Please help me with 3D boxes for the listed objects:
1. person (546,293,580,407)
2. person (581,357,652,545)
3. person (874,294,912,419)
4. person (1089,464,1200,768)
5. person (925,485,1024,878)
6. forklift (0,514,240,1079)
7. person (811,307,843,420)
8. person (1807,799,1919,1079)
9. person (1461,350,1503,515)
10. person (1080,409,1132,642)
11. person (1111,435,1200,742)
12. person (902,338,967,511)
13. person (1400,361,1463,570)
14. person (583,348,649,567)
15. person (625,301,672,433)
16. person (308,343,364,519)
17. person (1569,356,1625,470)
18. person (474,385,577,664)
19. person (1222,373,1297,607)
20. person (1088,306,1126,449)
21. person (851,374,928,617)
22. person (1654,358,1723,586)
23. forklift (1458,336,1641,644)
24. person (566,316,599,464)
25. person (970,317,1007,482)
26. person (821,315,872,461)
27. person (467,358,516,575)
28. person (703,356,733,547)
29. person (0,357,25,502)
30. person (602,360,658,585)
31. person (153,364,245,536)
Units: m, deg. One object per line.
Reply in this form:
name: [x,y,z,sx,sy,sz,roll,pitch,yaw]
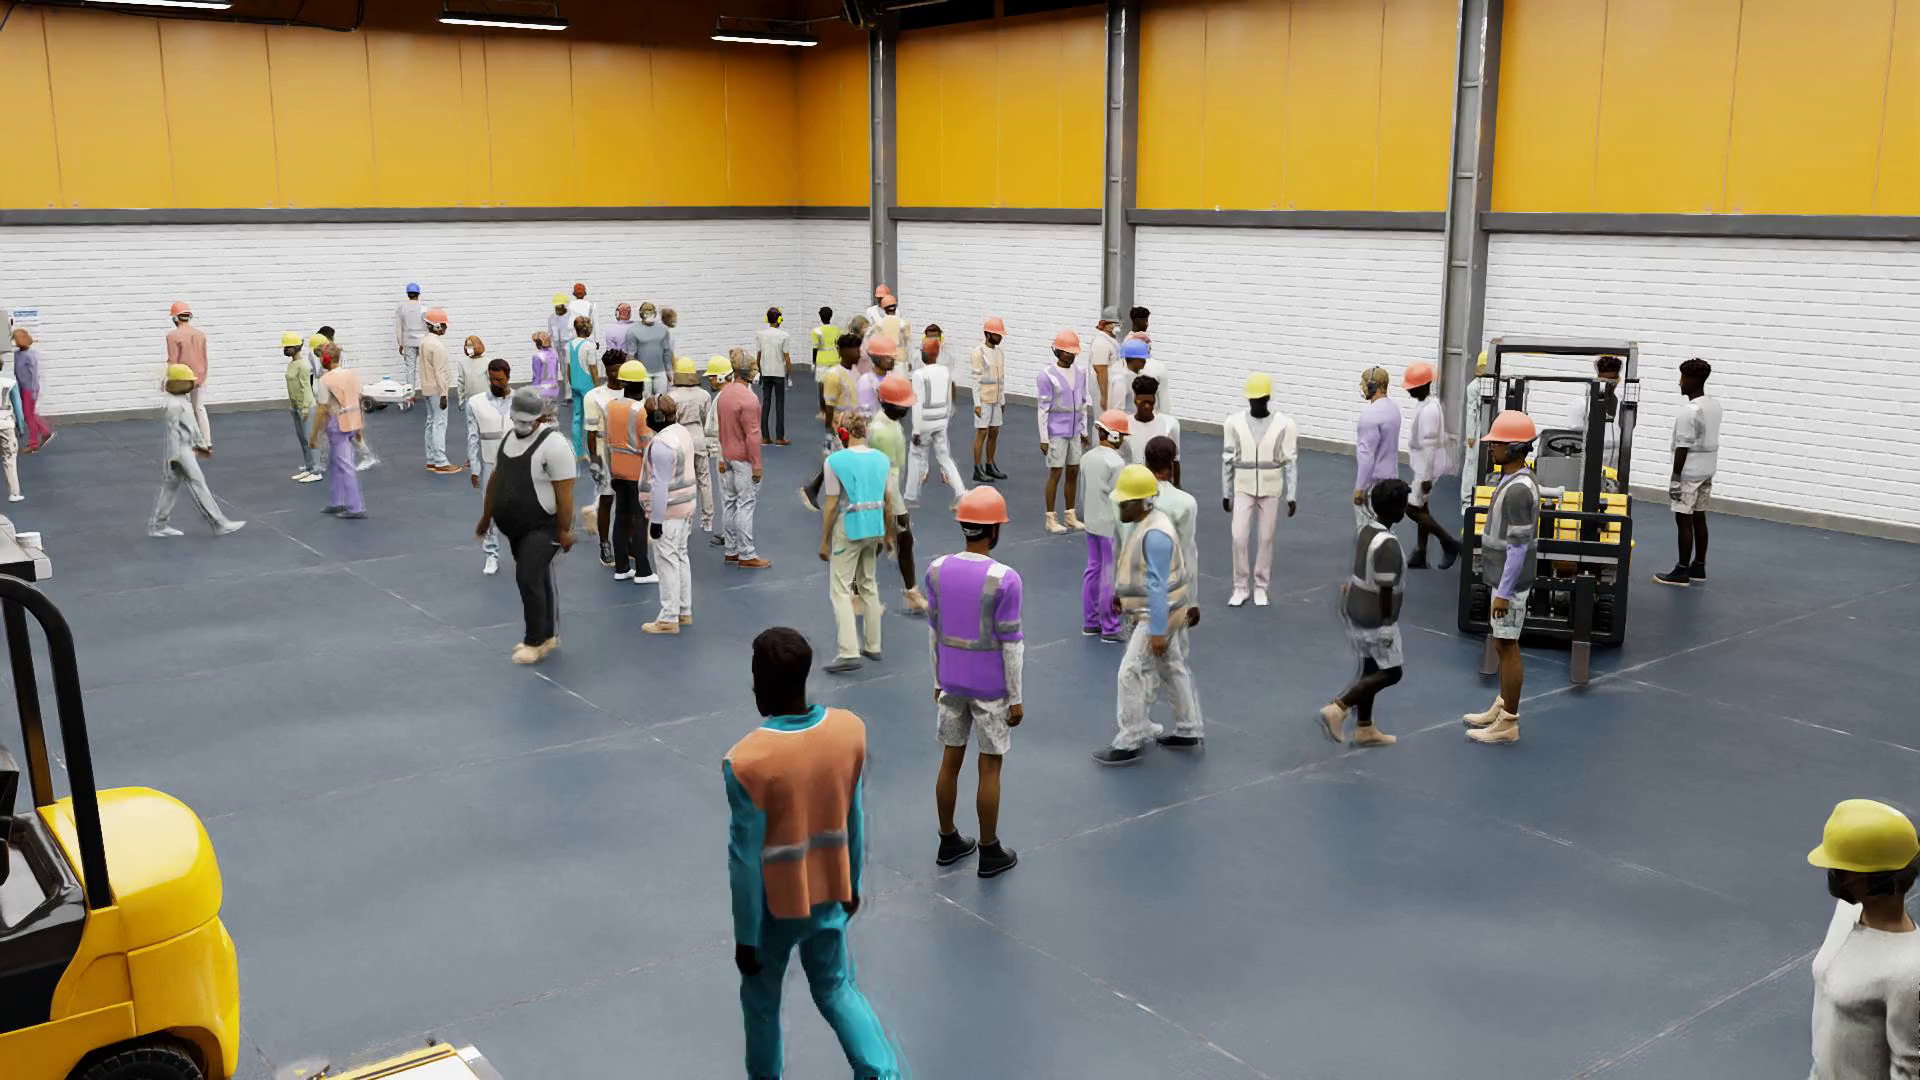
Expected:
person: [-6.272,-2.994,26.297,0.655,1.794,0.819,4,12,17]
person: [-3.268,-0.846,15.876,0.767,1.816,0.659,1,12,3]
person: [-0.999,-2.658,24.470,0.551,1.889,0.957,2,12,8]
person: [1.085,0.439,9.731,0.791,1.780,0.681,0,12,-2]
person: [0.091,0.691,8.172,0.544,1.930,0.388,8,14,35]
forklift: [-3.687,1.115,5.480,2.313,2.155,1.214,-9,15,-36]
person: [-1.971,-2.626,24.762,0.533,1.692,0.319,-6,13,-27]
person: [2.403,1.541,4.478,0.337,1.760,0.526,2,12,8]
person: [5.453,-1.108,17.303,0.492,1.746,0.284,-8,14,-35]
person: [1.123,-0.109,12.479,0.337,1.743,0.562,-6,13,-25]
person: [1.162,0.315,10.063,0.627,1.893,0.456,11,16,42]
person: [-0.282,-1.217,17.581,0.584,1.851,0.918,-11,16,-43]
person: [4.133,-0.633,14.650,0.591,1.897,0.634,3,12,16]
person: [-3.093,-0.752,15.048,0.607,1.966,0.367,-11,16,-43]
person: [-4.154,-2.226,22.267,0.637,1.930,0.373,-9,14,-36]
person: [-6.507,-1.115,17.131,0.705,1.821,0.577,2,12,9]
person: [5.564,-0.632,14.497,0.609,1.952,0.377,-4,12,-18]
person: [-3.149,-0.135,11.888,0.770,2.000,0.680,11,16,43]
person: [2.410,-0.387,13.422,0.614,1.910,0.560,3,12,12]
person: [1.795,-1.768,19.773,0.536,2.000,0.681,3,12,13]
person: [-0.512,-0.330,12.991,0.820,1.975,0.694,2,12,10]
person: [6.256,-0.576,14.231,0.606,1.962,0.371,-10,15,-40]
forklift: [4.683,-0.471,13.136,1.214,2.155,2.313,4,12,20]
person: [-4.669,-1.866,20.724,0.504,1.847,0.345,8,14,34]
person: [0.361,-1.643,19.453,0.390,1.925,0.550,9,15,38]
person: [-1.266,-1.815,20.387,1.010,1.897,0.644,1,12,6]
person: [-4.033,-0.657,14.717,0.591,1.912,0.379,-4,12,-19]
person: [-2.235,-0.845,15.858,0.403,1.821,0.601,-1,12,-3]
person: [-10.456,-1.209,18.070,0.528,1.630,0.322,-3,12,-16]
person: [-2.805,-0.581,14.320,0.593,1.924,0.381,9,15,37]
person: [-7.532,-0.870,16.263,0.880,1.695,0.502,-3,12,-16]
